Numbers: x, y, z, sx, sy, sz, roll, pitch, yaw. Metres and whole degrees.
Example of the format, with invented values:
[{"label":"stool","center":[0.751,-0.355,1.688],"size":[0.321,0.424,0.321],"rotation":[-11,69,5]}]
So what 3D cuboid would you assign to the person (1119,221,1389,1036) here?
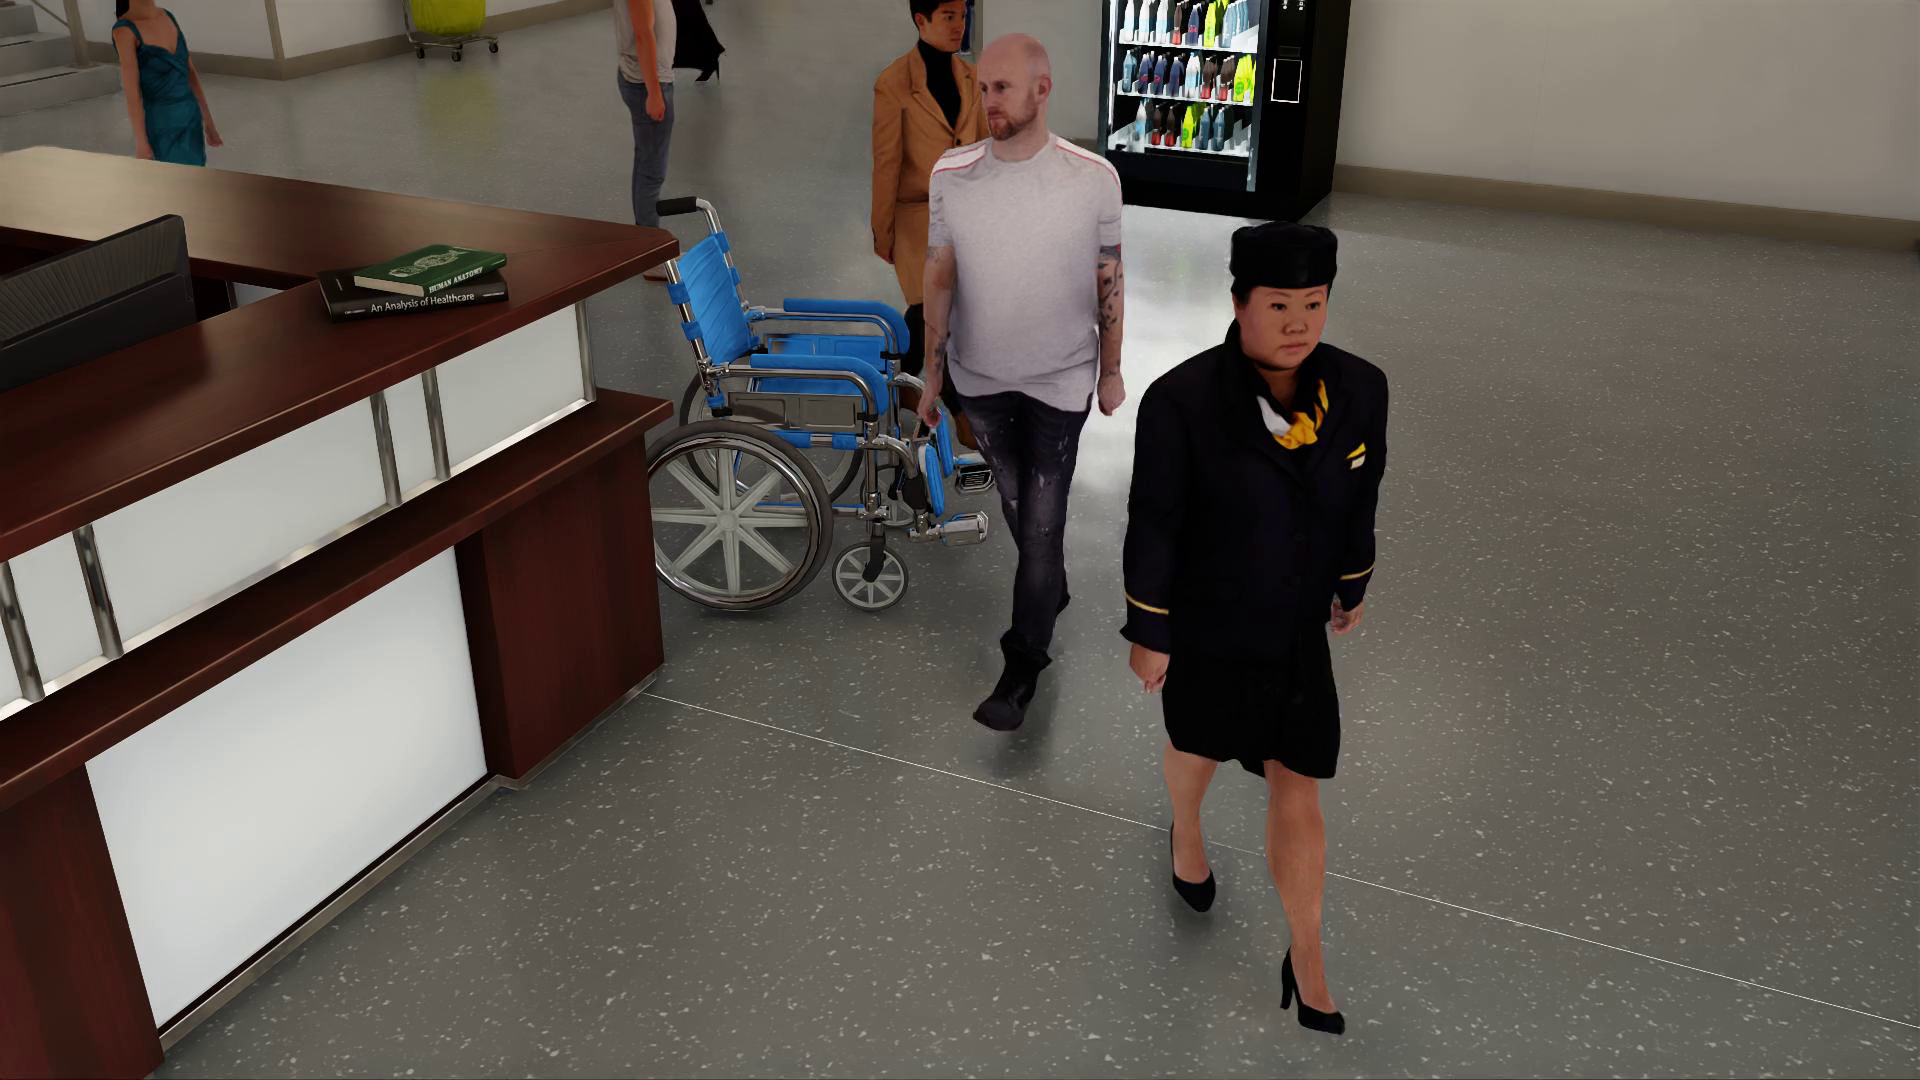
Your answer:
[{"label":"person","center":[0.584,0.141,3.509],"size":[1.111,1.633,1.100],"rotation":[-4,26,-7]}]

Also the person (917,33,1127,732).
[{"label":"person","center":[0.202,-0.453,4.571],"size":[1.169,1.781,0.784],"rotation":[9,27,18]}]

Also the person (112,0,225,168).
[{"label":"person","center":[-3.607,-1.794,7.489],"size":[1.075,1.661,0.752],"rotation":[2,26,4]}]

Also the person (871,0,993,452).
[{"label":"person","center":[-0.145,-1.214,6.205],"size":[0.905,1.690,1.109],"rotation":[-21,33,-37]}]

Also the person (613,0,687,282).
[{"label":"person","center":[-1.535,-2.240,8.147],"size":[0.766,1.894,0.743],"rotation":[-5,26,-10]}]
